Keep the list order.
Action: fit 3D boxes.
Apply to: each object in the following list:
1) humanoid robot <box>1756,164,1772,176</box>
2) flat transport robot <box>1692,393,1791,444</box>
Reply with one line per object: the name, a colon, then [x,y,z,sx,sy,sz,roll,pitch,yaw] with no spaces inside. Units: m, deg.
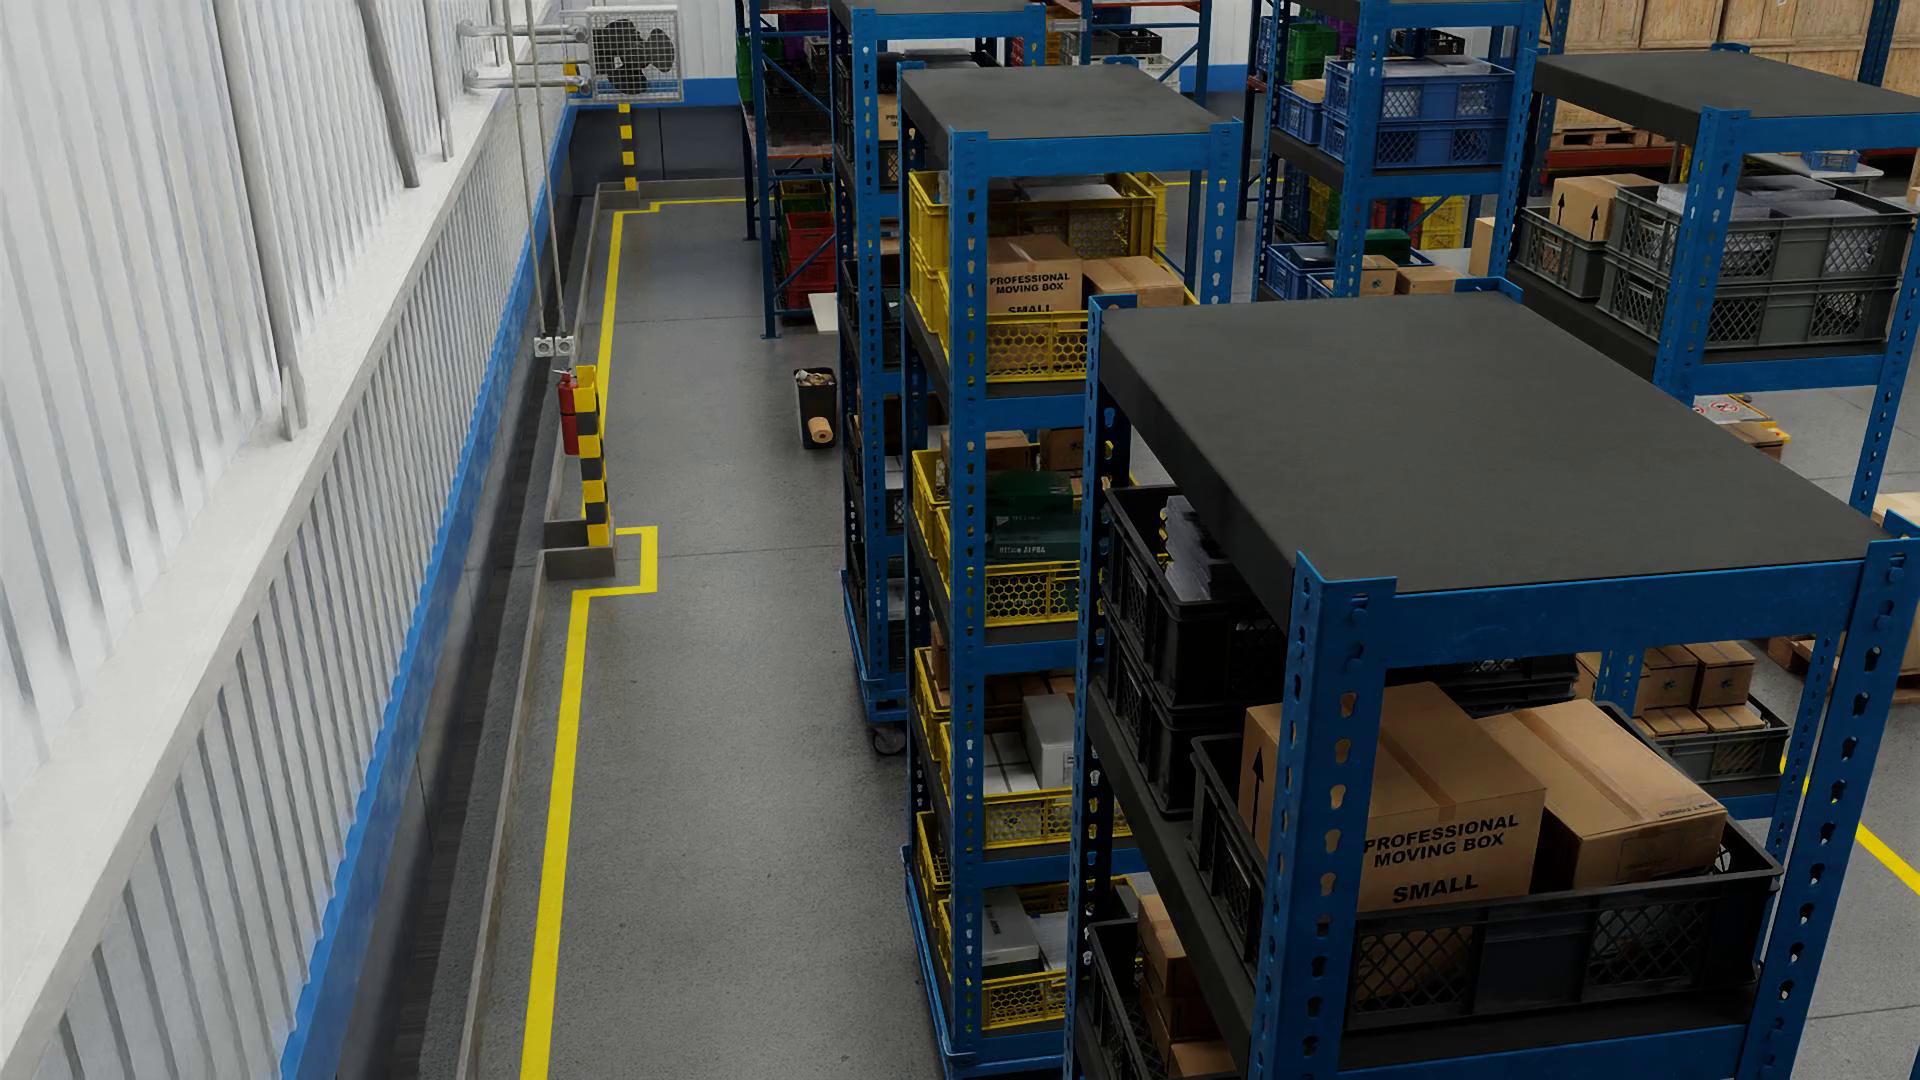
humanoid robot: [8.725,-4.277,17.954,0.651,1.630,0.656,-20,31,-36]
flat transport robot: [5.224,-0.859,12.132,1.431,0.197,0.652,-4,25,-8]
